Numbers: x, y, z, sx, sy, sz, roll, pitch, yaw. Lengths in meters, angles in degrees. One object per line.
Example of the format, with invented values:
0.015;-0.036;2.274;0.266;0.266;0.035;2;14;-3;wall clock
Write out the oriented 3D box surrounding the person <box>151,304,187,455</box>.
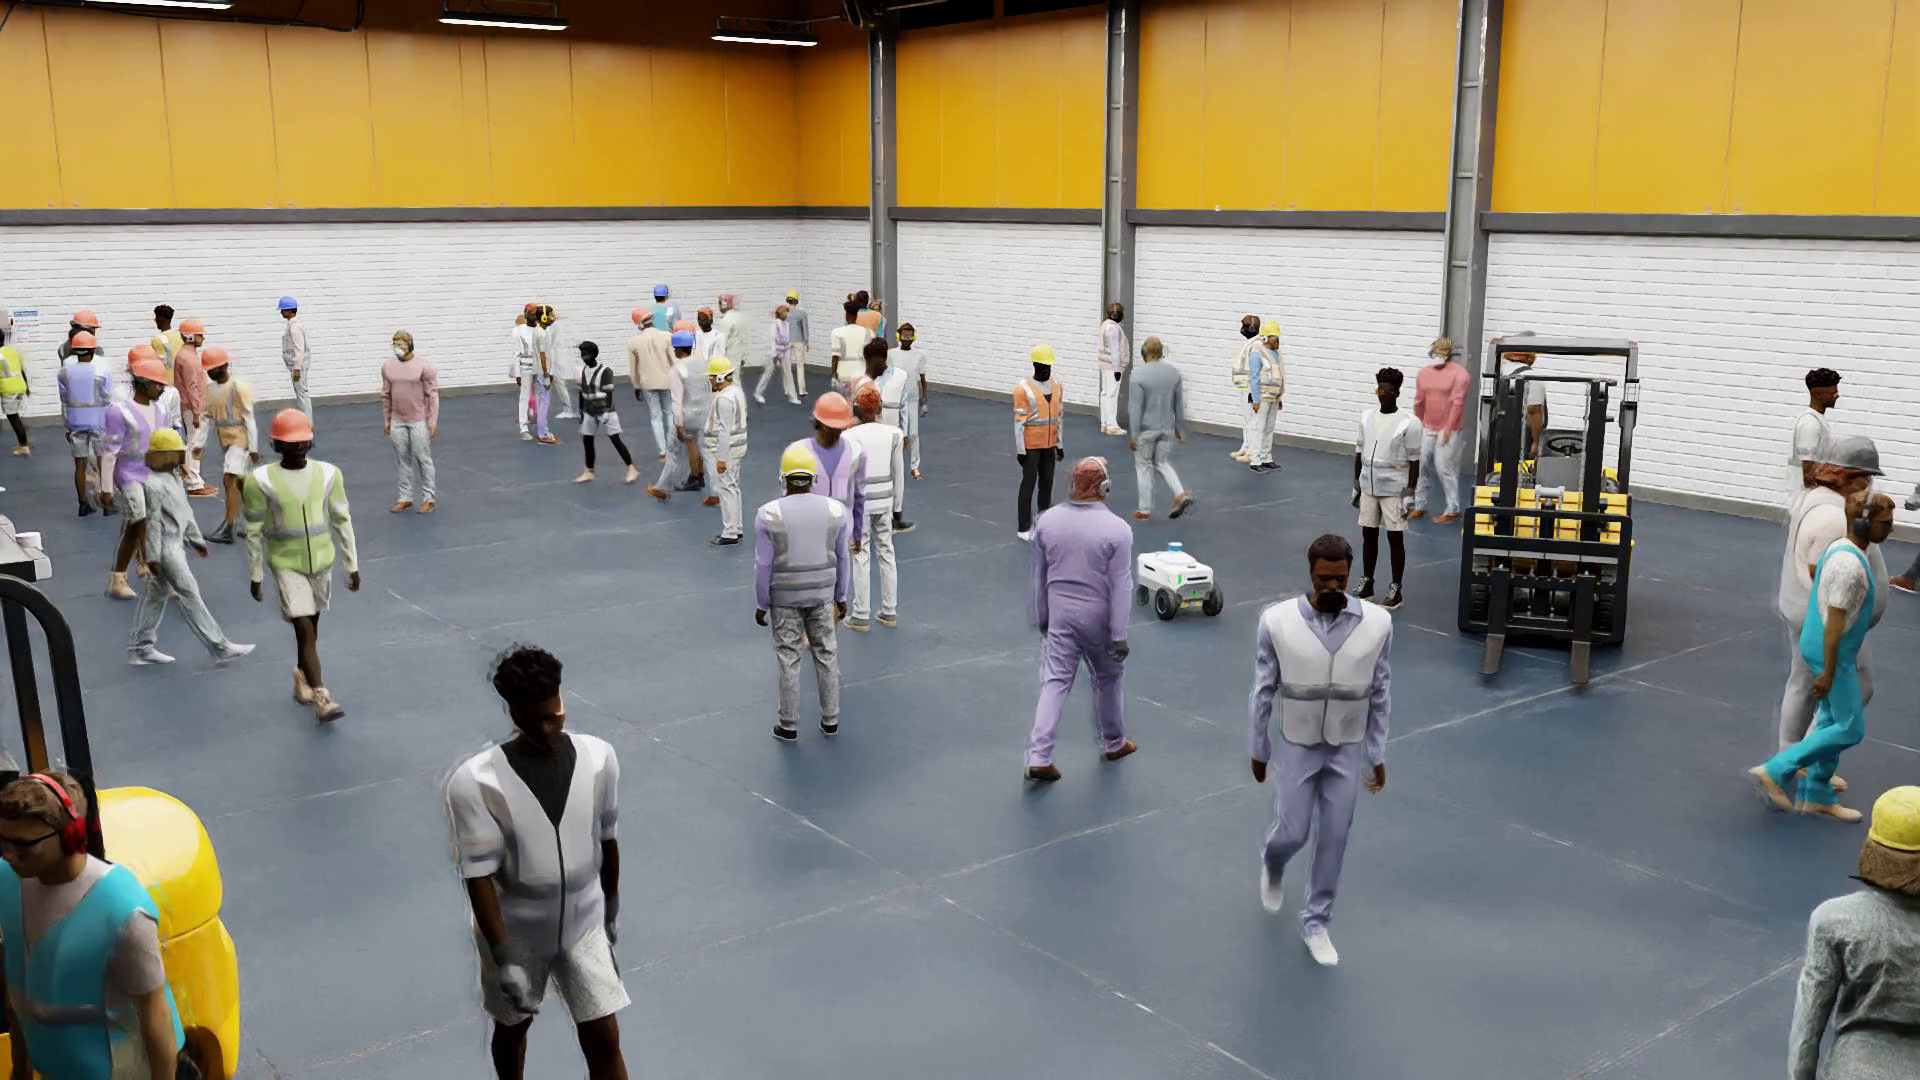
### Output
-9.978;-1.996;21.052;0.367;1.967;0.602;3;12;13;person

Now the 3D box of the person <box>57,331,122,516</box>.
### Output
-9.060;-1.204;17.339;0.539;1.930;0.383;-2;12;-9;person

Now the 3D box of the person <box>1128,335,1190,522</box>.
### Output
2.023;-1.108;16.885;0.657;1.918;0.605;-7;13;-30;person

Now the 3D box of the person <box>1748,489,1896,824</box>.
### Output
4.567;0.619;8.766;0.483;1.827;0.538;5;13;22;person

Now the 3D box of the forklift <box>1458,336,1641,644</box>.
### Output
4.683;-0.471;13.136;1.214;2.155;2.313;4;12;20;forklift

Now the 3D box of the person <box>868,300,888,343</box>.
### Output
-1.398;-3.069;27.030;0.514;1.640;0.310;-7;14;-32;person

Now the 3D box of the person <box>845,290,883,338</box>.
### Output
-1.441;-2.791;25.026;0.590;1.915;0.392;-2;12;-10;person

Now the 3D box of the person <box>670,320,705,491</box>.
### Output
-3.077;-1.519;18.822;0.356;1.938;0.544;2;12;7;person

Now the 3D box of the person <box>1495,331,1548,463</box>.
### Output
5.468;-1.037;16.246;0.540;2.000;0.700;-6;13;-25;person

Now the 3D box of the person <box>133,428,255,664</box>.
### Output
-5.492;0.058;11.761;0.886;1.698;0.508;-2;12;-9;person

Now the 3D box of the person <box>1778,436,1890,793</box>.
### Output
4.902;0.392;9.342;0.540;2.000;0.684;3;12;14;person

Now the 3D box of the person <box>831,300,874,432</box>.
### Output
-1.453;-2.205;22.091;0.642;1.943;0.667;-5;13;-21;person

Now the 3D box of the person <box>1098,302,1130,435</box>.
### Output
2.157;-2.403;23.323;0.430;1.845;0.619;-1;12;-7;person

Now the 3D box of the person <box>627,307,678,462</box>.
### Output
-3.827;-1.958;20.950;0.688;1.935;0.591;-2;12;-10;person

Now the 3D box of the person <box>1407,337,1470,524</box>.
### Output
4.852;-1.105;16.887;0.411;1.911;0.644;-9;15;-38;person

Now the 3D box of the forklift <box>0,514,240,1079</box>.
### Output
-3.687;1.115;5.480;2.313;2.155;1.214;-9;15;-36;forklift

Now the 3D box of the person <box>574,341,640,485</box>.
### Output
-4.118;-1.467;19.236;0.726;1.667;0.470;7;14;30;person

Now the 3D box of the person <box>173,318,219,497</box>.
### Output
-8.485;-1.466;18.468;0.403;1.987;0.608;-6;13;-27;person

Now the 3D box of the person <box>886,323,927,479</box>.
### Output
-0.638;-1.627;19.549;0.511;1.860;0.341;-1;12;-6;person

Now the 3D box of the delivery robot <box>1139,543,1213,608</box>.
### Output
1.724;0.266;13.332;0.477;0.478;0.707;-5;13;-22;delivery robot

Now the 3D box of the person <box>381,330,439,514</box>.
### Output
-5.778;-1.241;17.477;0.635;1.937;0.352;3;12;13;person

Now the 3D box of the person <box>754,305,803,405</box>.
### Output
-2.949;-2.977;26.688;0.871;1.593;0.534;7;14;30;person

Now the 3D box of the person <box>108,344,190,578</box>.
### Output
-7.093;-0.700;14.608;0.378;2.045;0.605;10;16;41;person

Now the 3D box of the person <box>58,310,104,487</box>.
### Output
-9.976;-1.613;19.066;0.612;2.029;0.409;4;12;18;person

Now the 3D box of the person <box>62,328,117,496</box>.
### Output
-9.505;-1.389;18.331;0.645;1.885;0.624;3;12;15;person

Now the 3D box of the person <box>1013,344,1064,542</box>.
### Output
0.778;-0.941;16.093;0.581;1.919;0.393;-10;15;-39;person

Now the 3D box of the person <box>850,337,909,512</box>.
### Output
-0.814;-1.095;16.821;0.596;1.918;0.380;-2;12;-11;person

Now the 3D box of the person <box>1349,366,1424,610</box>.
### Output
3.424;-0.421;13.450;0.362;1.966;0.611;-10;15;-40;person

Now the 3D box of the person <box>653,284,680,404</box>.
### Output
-4.742;-3.113;26.558;0.446;1.919;0.661;5;13;25;person

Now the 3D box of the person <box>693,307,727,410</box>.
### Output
-3.301;-2.115;21.855;0.579;1.879;0.354;9;15;36;person

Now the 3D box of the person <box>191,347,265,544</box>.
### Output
-7.108;-0.909;15.998;0.557;1.885;0.866;8;14;33;person

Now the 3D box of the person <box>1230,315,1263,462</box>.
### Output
3.631;-1.904;20.912;0.429;1.845;0.621;0;12;-1;person

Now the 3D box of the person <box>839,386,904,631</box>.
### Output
-0.697;-0.240;12.776;0.587;1.882;0.341;-8;14;-33;person

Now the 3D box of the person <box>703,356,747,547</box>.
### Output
-2.233;-0.844;15.859;0.403;1.819;0.601;0;12;0;person

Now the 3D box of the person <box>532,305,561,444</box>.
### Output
-5.601;-2.228;22.442;0.326;1.862;0.508;-4;12;-18;person

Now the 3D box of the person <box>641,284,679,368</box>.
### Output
-4.657;-3.005;25.972;0.605;1.949;0.401;1;12;6;person

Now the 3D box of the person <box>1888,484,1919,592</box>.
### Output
8.119;-0.385;13.642;0.537;1.823;0.972;-7;14;-31;person

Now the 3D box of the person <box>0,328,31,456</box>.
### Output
-12.186;-1.896;21.258;0.500;1.671;0.564;1;12;6;person

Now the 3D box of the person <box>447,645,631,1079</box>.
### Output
-1.333;1.275;5.437;0.593;1.896;1.029;-8;14;-34;person

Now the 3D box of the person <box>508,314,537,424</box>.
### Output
-6.323;-2.493;24.321;0.555;1.611;0.515;4;12;19;person

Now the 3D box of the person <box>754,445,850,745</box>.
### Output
-0.968;0.334;10.137;0.599;1.827;0.403;-5;13;-21;person

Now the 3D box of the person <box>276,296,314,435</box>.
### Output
-9.237;-2.416;23.135;0.405;1.943;0.613;-5;13;-22;person

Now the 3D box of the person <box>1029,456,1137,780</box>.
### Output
0.703;0.444;9.541;0.654;1.866;0.971;7;14;32;person

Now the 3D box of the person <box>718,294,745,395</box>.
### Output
-3.465;-2.706;24.705;0.601;1.883;0.639;1;12;3;person

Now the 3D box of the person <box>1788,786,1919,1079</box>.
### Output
2.598;1.532;4.584;0.585;1.732;0.370;5;13;24;person

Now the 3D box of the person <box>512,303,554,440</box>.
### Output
-5.845;-2.306;22.787;0.574;1.876;0.355;-10;15;-41;person

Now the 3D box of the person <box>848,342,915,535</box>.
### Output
-0.890;-0.945;16.119;0.887;1.910;0.728;0;12;-2;person

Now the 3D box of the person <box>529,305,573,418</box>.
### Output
-6.237;-2.666;24.926;0.847;1.700;0.495;-3;12;-15;person

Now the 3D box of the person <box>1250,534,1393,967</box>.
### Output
1.573;0.883;7.332;0.595;1.899;0.558;0;12;-2;person

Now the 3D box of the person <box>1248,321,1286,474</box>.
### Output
3.717;-1.726;20.071;0.403;1.835;0.588;10;16;41;person

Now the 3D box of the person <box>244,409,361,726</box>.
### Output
-4.156;0.157;10.597;0.630;1.984;1.031;-10;15;-39;person

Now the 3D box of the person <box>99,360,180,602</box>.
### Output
-6.669;-0.474;13.679;0.974;1.979;0.682;3;12;13;person

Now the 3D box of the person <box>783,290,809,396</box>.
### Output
-2.796;-3.287;27.783;0.555;1.768;0.340;1;12;5;person

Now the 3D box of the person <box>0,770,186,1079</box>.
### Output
-2.380;1.469;4.692;0.568;1.812;0.644;7;14;31;person

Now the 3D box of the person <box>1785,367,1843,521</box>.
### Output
6.847;-0.410;13.399;0.367;1.966;0.607;6;13;25;person

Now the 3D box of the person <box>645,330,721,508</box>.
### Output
-2.949;-1.303;17.883;1.005;1.892;0.618;8;14;35;person

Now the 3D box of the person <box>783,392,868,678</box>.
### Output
-0.984;-0.085;11.785;0.635;1.998;0.928;-4;12;-17;person
